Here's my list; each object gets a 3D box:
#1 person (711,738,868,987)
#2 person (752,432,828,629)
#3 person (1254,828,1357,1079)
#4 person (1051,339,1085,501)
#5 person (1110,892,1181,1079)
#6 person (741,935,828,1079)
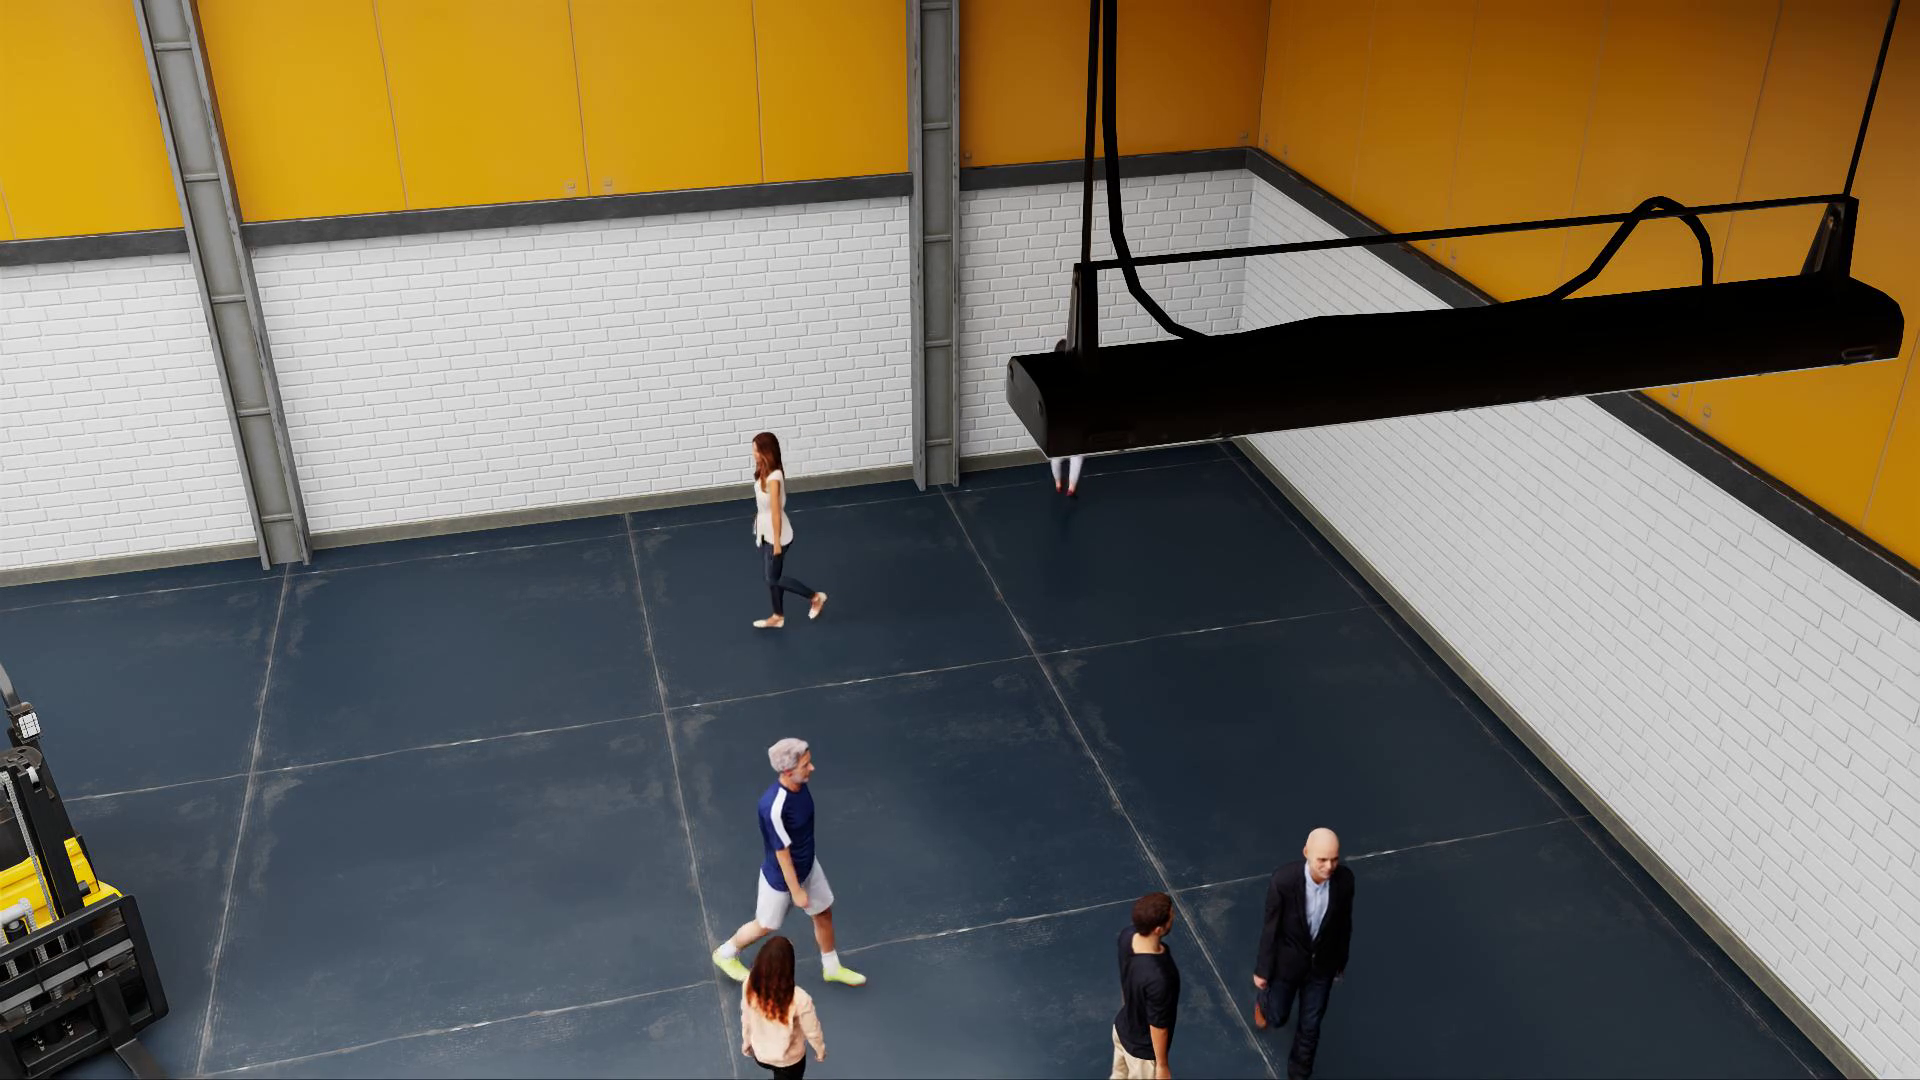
[{"bbox_3d":[-1.097,1.939,9.800,1.259,1.800,1.058,9,30,16],"label":"person"},{"bbox_3d":[-1.408,-0.064,13.505,0.853,1.768,0.613,-6,29,-11],"label":"person"},{"bbox_3d":[1.867,2.276,9.197,0.995,1.786,0.888,-2,29,-3],"label":"person"},{"bbox_3d":[1.003,-1.121,15.616,0.812,1.604,0.852,6,29,11],"label":"person"},{"bbox_3d":[0.933,2.570,8.589,0.541,1.852,0.630,-8,30,-14],"label":"person"},{"bbox_3d":[-0.980,2.715,8.720,0.740,1.473,0.804,13,31,22],"label":"person"}]
